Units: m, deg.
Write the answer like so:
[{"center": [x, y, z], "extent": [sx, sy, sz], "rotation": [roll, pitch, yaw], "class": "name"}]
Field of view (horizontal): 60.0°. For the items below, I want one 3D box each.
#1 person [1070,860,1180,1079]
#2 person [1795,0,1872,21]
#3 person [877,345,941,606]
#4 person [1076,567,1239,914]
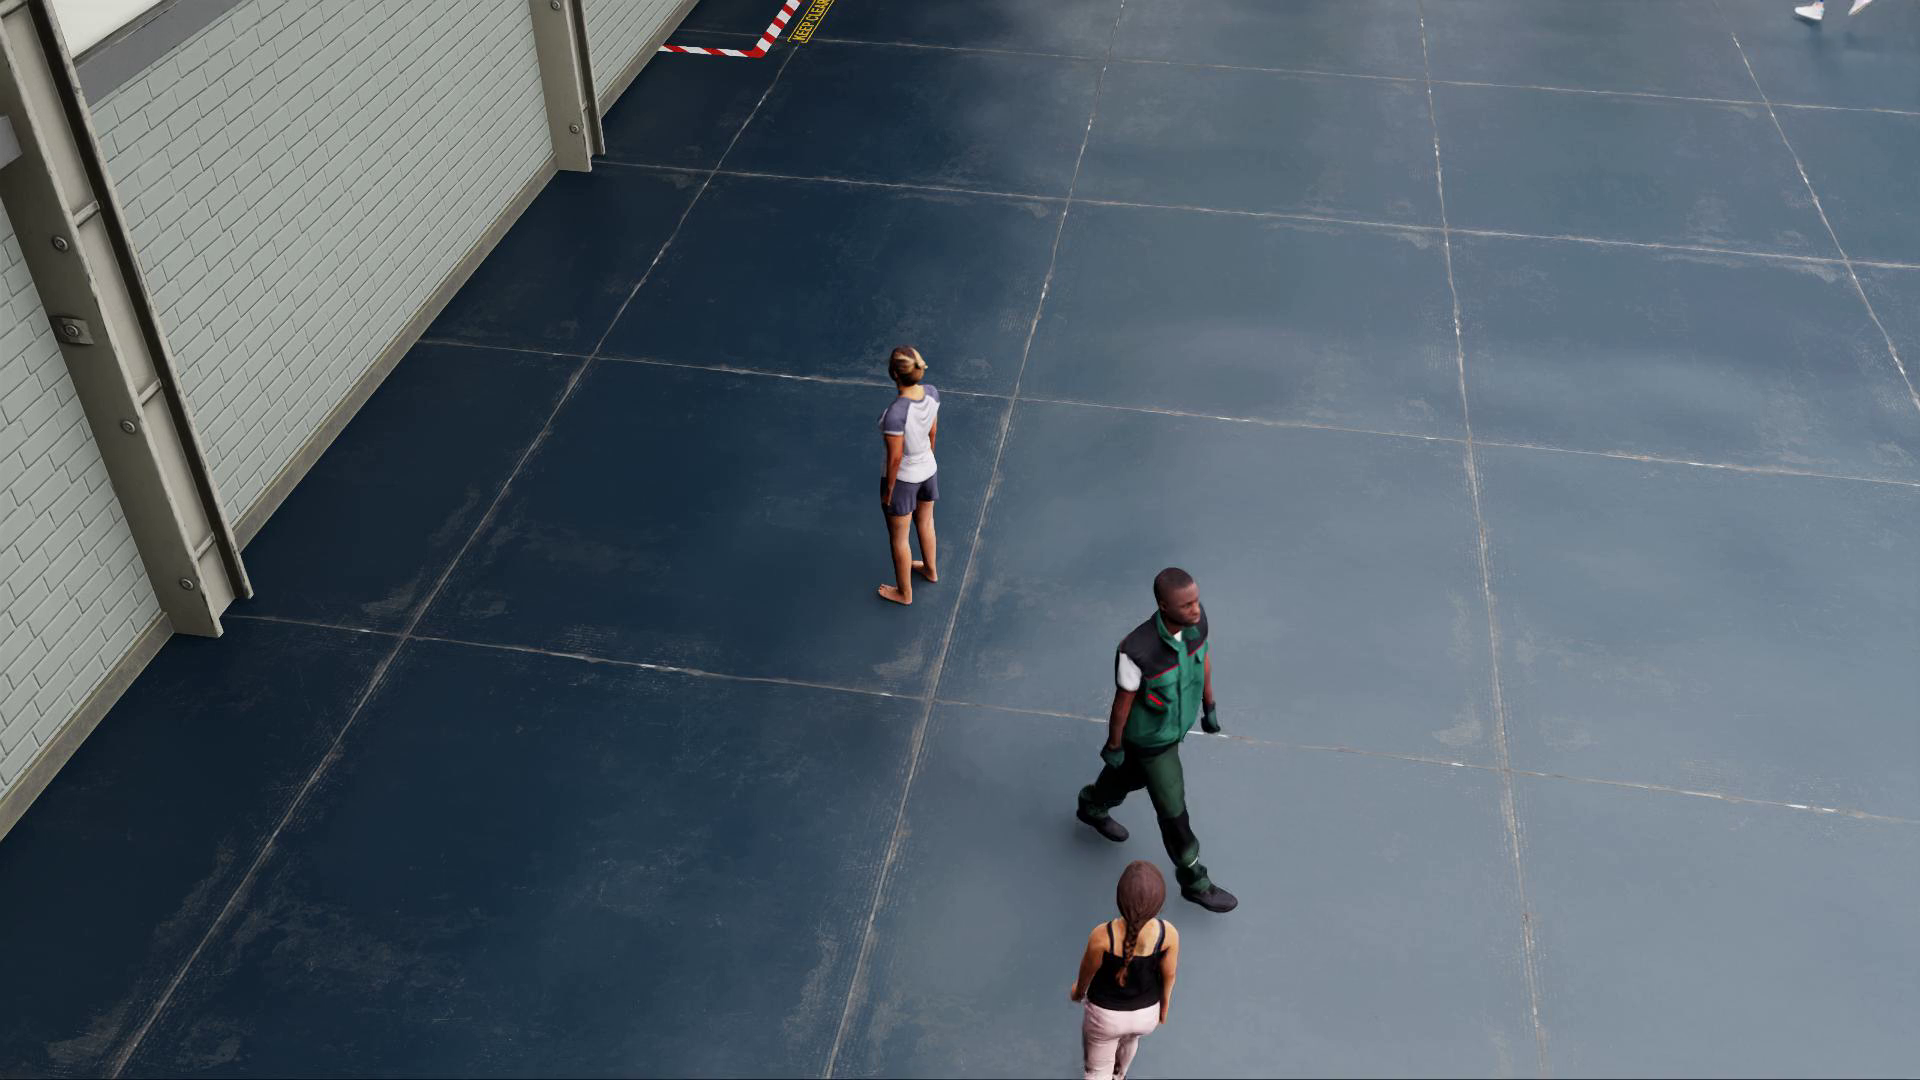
[{"center": [0.628, 1.858, 6.388], "extent": [0.724, 1.538, 1.046], "rotation": [-5, 38, -7], "class": "person"}, {"center": [8.682, -5.877, 16.082], "extent": [0.918, 1.775, 0.950], "rotation": [-27, 45, -30], "class": "person"}, {"center": [-0.278, -0.359, 9.151], "extent": [0.721, 1.625, 0.615], "rotation": [25, 45, 29], "class": "person"}, {"center": [0.819, 0.816, 7.515], "extent": [1.160, 1.789, 1.236], "rotation": [29, 46, 32], "class": "person"}]
